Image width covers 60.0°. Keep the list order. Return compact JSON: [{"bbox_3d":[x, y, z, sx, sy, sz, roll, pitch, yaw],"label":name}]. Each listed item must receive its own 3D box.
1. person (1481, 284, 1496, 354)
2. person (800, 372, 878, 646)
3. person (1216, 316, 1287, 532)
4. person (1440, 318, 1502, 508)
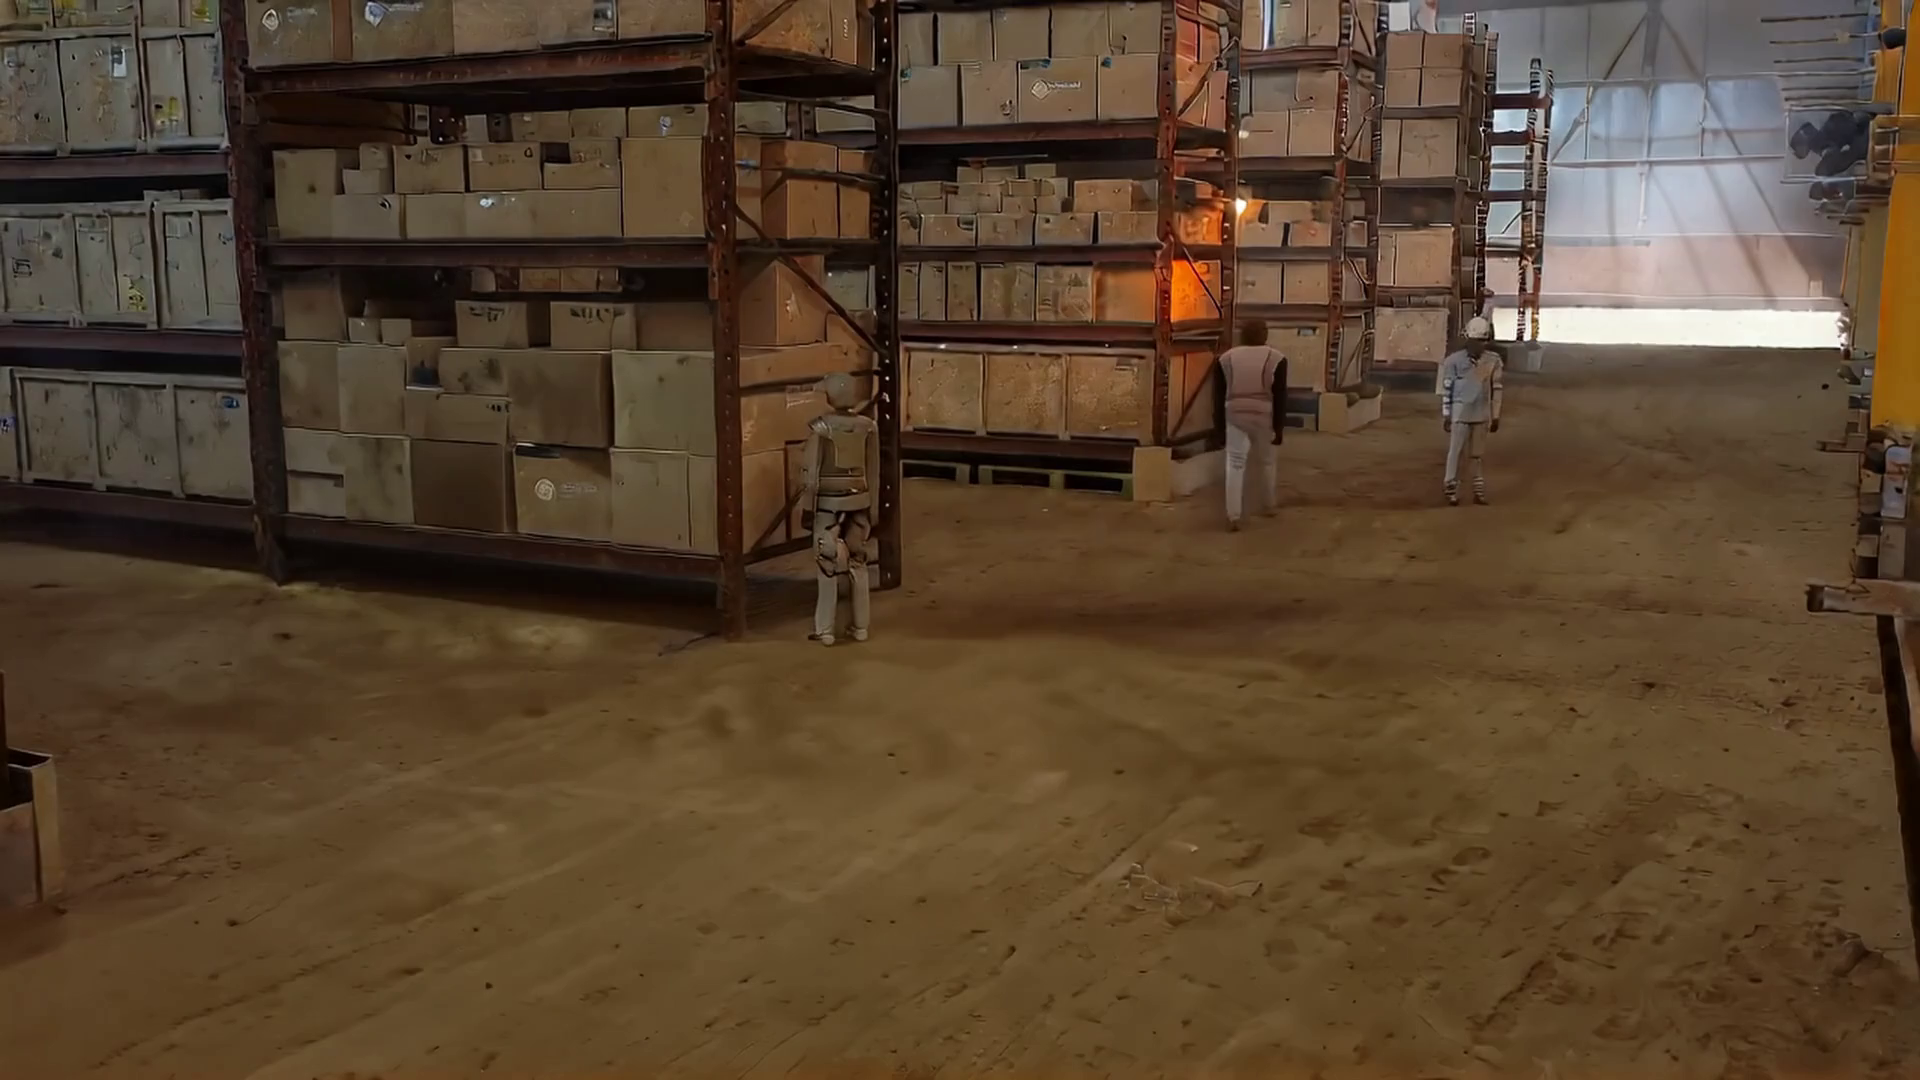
[{"bbox_3d":[10.251,-4.113,32.377,0.316,1.736,0.486,7,12,36],"label":"person"},{"bbox_3d":[-0.707,-0.182,9.913,0.523,1.631,0.319,-7,12,-34],"label":"person"},{"bbox_3d":[2.479,-0.983,14.065,0.645,1.790,0.992,5,11,27],"label":"person"},{"bbox_3d":[4.695,-1.162,15.256,0.566,1.744,0.349,-1,10,-4],"label":"person"}]
